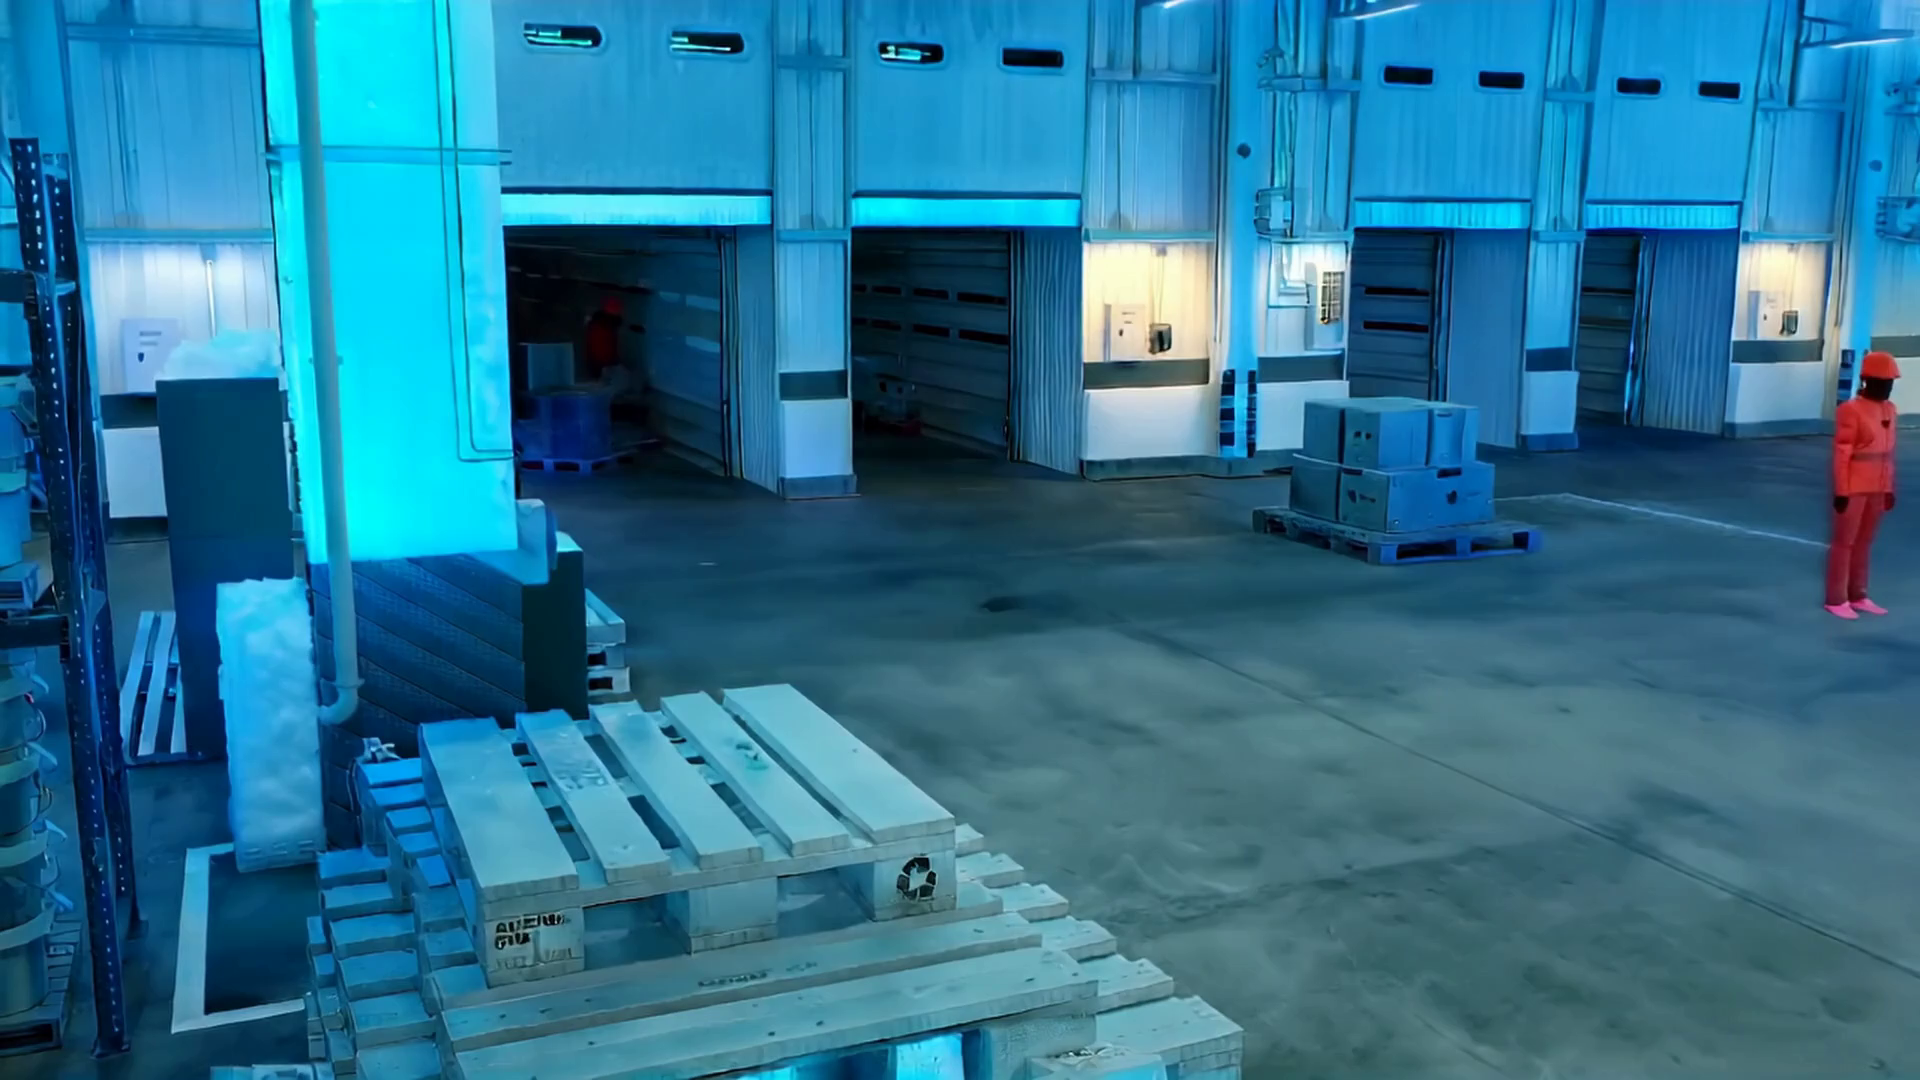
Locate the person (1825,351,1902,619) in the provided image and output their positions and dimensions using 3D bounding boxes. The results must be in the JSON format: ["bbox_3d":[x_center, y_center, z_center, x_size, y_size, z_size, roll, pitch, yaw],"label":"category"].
[{"bbox_3d":[6.541,-0.397,12.003,0.588,1.927,0.371,-5,11,-25],"label":"person"}]
